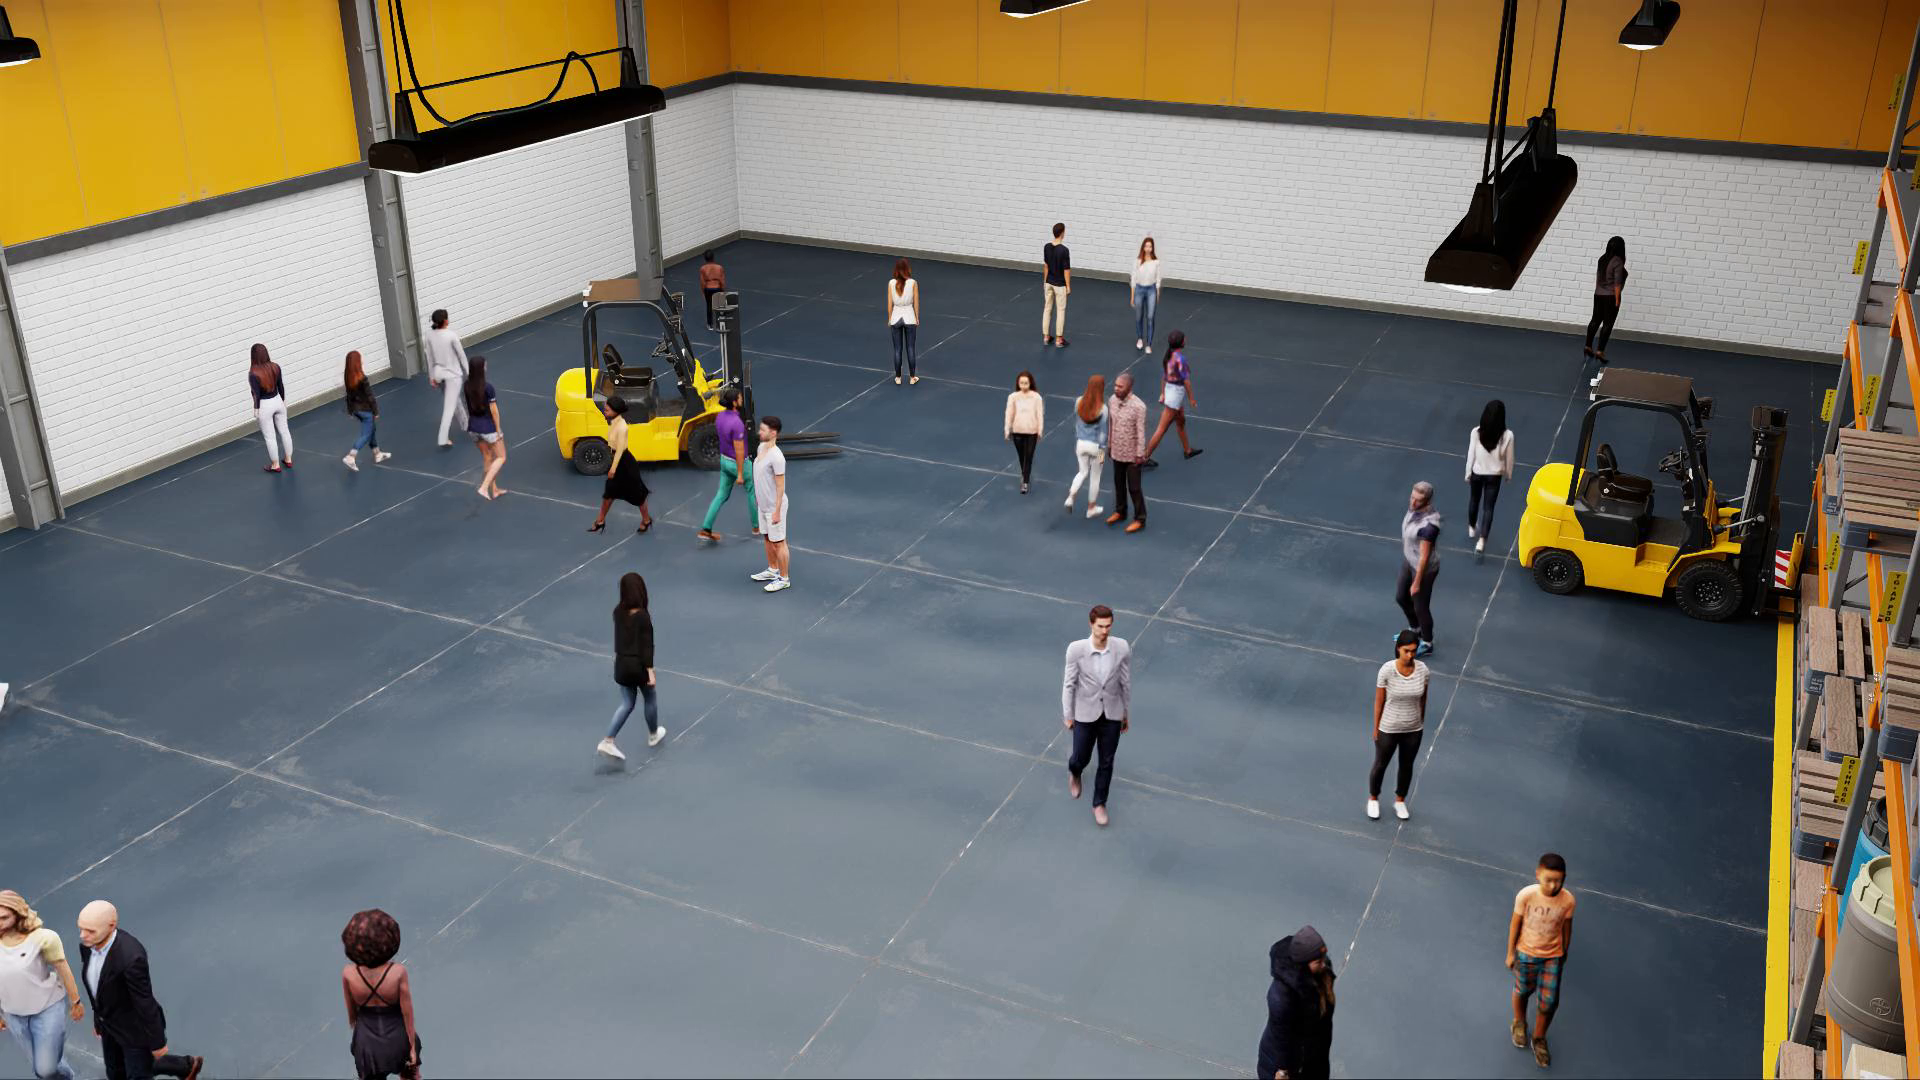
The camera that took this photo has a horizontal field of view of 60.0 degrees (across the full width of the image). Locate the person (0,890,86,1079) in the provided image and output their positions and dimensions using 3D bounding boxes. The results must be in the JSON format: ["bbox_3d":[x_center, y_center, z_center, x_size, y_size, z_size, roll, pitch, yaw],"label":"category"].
[{"bbox_3d":[-5.495,2.764,9.972,0.757,1.711,0.768,0,24,0],"label":"person"}]

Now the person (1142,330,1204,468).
[{"bbox_3d":[2.503,-1.661,20.114,1.173,1.695,1.111,-9,25,-19],"label":"person"}]

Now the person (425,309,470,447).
[{"bbox_3d":[-6.476,-2.005,20.906,0.685,1.692,1.174,8,25,19],"label":"person"}]

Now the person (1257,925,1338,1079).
[{"bbox_3d":[1.930,2.930,9.638,0.771,1.675,0.642,16,29,33],"label":"person"}]

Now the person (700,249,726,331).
[{"bbox_3d":[-3.830,-3.880,25.744,0.591,1.254,0.622,-4,24,-10],"label":"person"}]

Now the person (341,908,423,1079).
[{"bbox_3d":[-3.286,2.958,9.470,0.953,1.758,1.117,-5,24,-10],"label":"person"}]

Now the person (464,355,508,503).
[{"bbox_3d":[-5.488,-1.238,19.074,0.611,1.754,0.808,9,25,21],"label":"person"}]

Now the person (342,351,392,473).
[{"bbox_3d":[-7.284,-1.551,20.157,0.657,1.460,0.978,16,28,32],"label":"person"}]

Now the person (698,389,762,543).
[{"bbox_3d":[-2.528,-0.775,18.044,1.237,1.732,0.914,-21,31,-39],"label":"person"}]

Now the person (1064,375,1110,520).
[{"bbox_3d":[1.406,-1.008,18.629,0.726,1.691,0.878,18,29,35],"label":"person"}]

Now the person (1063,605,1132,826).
[{"bbox_3d":[1.075,1.322,13.109,0.889,1.841,0.972,-2,24,-6],"label":"person"}]

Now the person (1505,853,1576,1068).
[{"bbox_3d":[3.700,2.603,10.666,0.618,1.451,0.709,5,24,11],"label":"person"}]

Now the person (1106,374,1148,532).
[{"bbox_3d":[1.883,-1.000,18.483,0.752,1.792,0.772,-20,31,-38],"label":"person"}]

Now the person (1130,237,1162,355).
[{"bbox_3d":[2.741,-3.660,24.683,0.782,1.699,1.061,4,24,9],"label":"person"}]

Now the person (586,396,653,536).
[{"bbox_3d":[-3.602,-0.799,18.231,1.036,1.625,0.912,-11,26,-24],"label":"person"}]

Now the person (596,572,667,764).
[{"bbox_3d":[-2.772,1.101,13.907,0.610,1.608,0.973,13,27,27],"label":"person"}]

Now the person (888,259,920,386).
[{"bbox_3d":[-0.788,-3.037,23.152,0.650,1.785,0.637,2,24,4],"label":"person"}]

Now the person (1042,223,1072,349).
[{"bbox_3d":[1.436,-3.814,24.840,0.677,1.856,0.617,18,30,36],"label":"person"}]

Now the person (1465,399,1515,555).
[{"bbox_3d":[5.651,-0.650,17.844,0.680,1.663,1.122,9,25,19],"label":"person"}]

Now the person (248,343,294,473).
[{"bbox_3d":[-8.353,-1.608,20.104,0.686,1.607,0.514,15,28,30],"label":"person"}]

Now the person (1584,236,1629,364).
[{"bbox_3d":[9.376,-3.491,24.124,0.814,1.837,0.751,-8,25,-18],"label":"person"}]

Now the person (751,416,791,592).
[{"bbox_3d":[-1.921,-0.394,17.016,0.787,1.857,0.767,-13,27,-26],"label":"person"}]

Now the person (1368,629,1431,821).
[{"bbox_3d":[3.450,1.445,13.074,0.632,1.644,0.647,-1,24,-3],"label":"person"}]

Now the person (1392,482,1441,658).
[{"bbox_3d":[4.361,0.269,15.587,0.904,1.786,0.808,2,24,4],"label":"person"}]

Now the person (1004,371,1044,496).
[{"bbox_3d":[0.772,-1.284,19.566,0.716,1.444,0.984,5,24,11],"label":"person"}]

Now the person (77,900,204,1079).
[{"bbox_3d":[-4.832,2.812,9.769,0.730,1.787,0.953,14,27,29],"label":"person"}]
